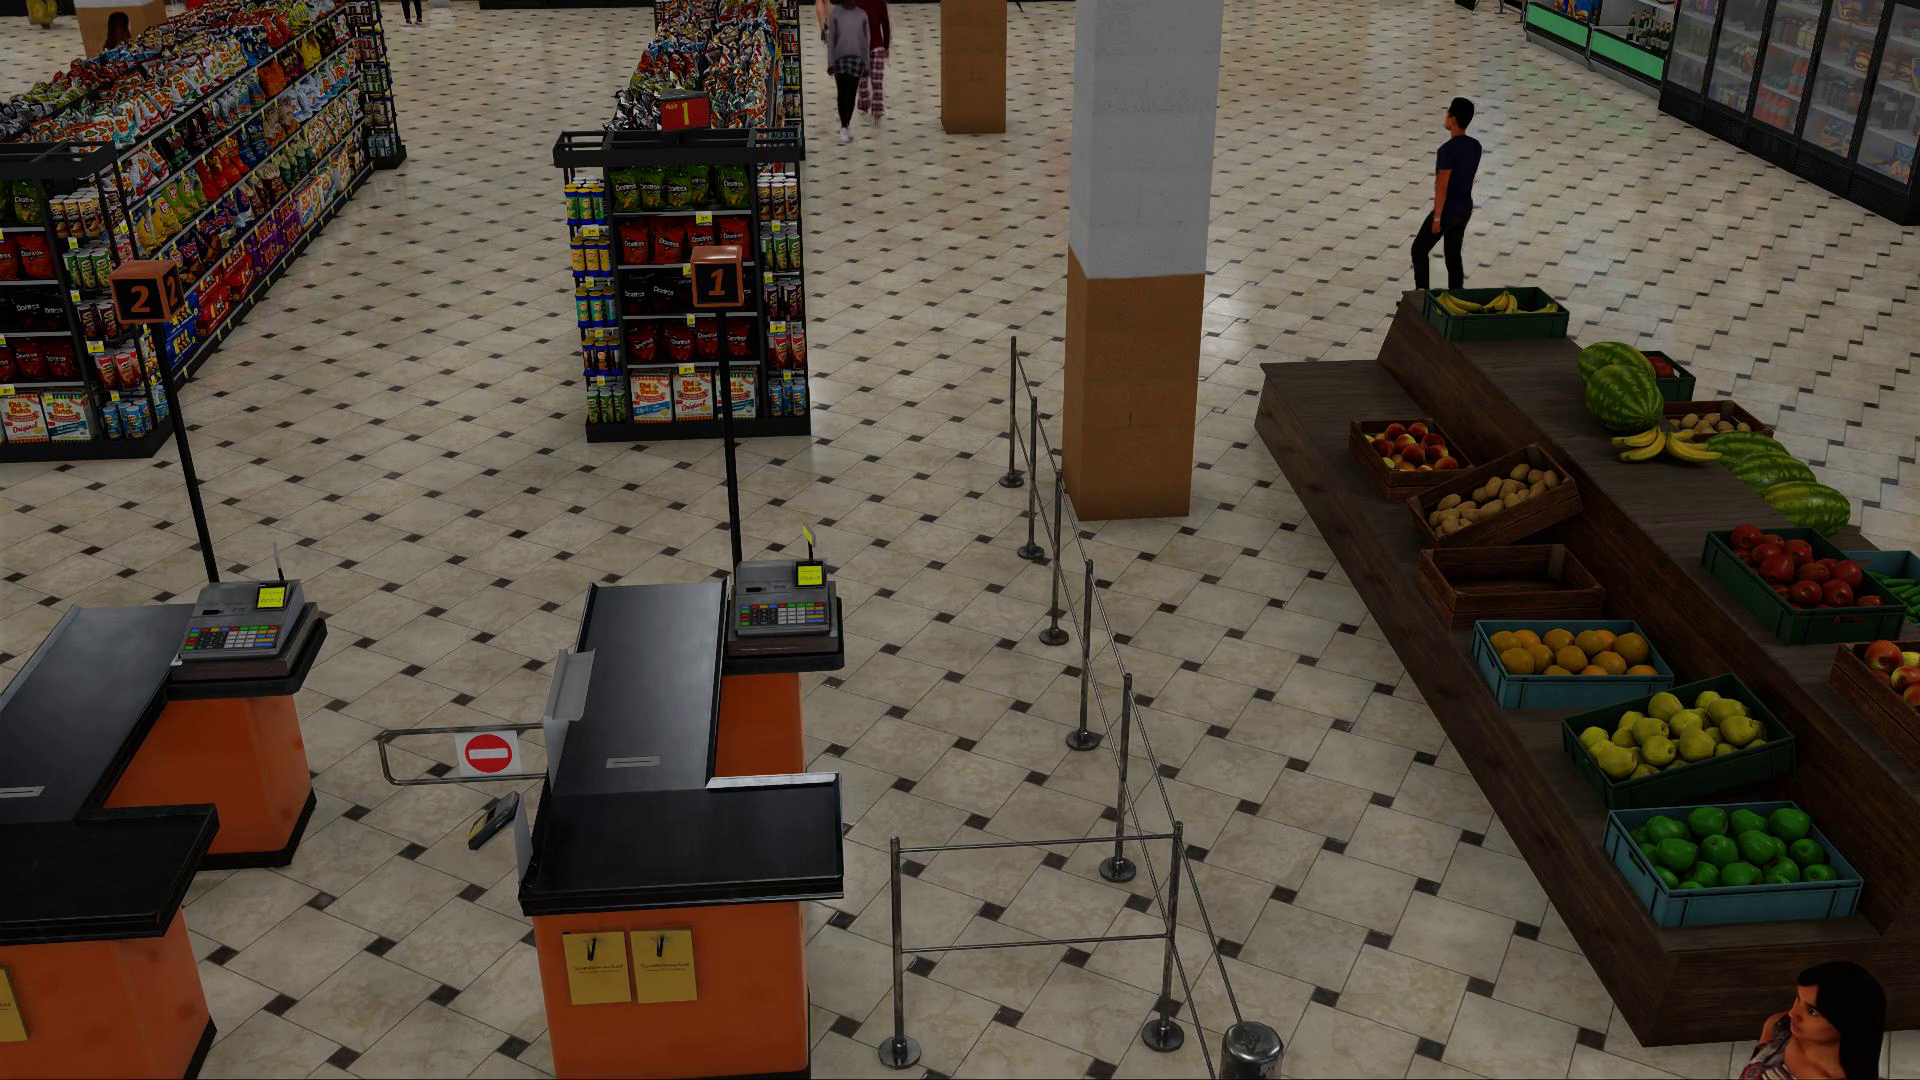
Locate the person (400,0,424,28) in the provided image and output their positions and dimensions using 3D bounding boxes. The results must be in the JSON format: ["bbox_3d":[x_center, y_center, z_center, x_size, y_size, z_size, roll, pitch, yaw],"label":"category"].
[{"bbox_3d":[-8.463,-8.686,25.362,0.699,1.629,0.651,24,35,38],"label":"person"}]

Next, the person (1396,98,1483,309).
[{"bbox_3d":[3.924,-2.549,13.097,0.856,1.776,0.917,-18,32,-32],"label":"person"}]

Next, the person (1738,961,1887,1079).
[{"bbox_3d":[2.276,1.825,4.616,0.739,1.645,0.510,-6,28,-12],"label":"person"}]

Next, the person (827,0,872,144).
[{"bbox_3d":[-1.289,-5.391,18.735,0.725,1.746,0.800,-8,28,-16],"label":"person"}]

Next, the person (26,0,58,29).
[{"bbox_3d":[-13.998,-8.595,25.176,1.252,1.635,1.223,17,32,30],"label":"person"}]

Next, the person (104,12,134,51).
[{"bbox_3d":[-8.744,-4.675,17.473,0.898,1.610,1.161,10,28,18],"label":"person"}]

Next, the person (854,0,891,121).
[{"bbox_3d":[-1.040,-5.745,19.535,0.712,1.654,1.106,-5,27,-9],"label":"person"}]
